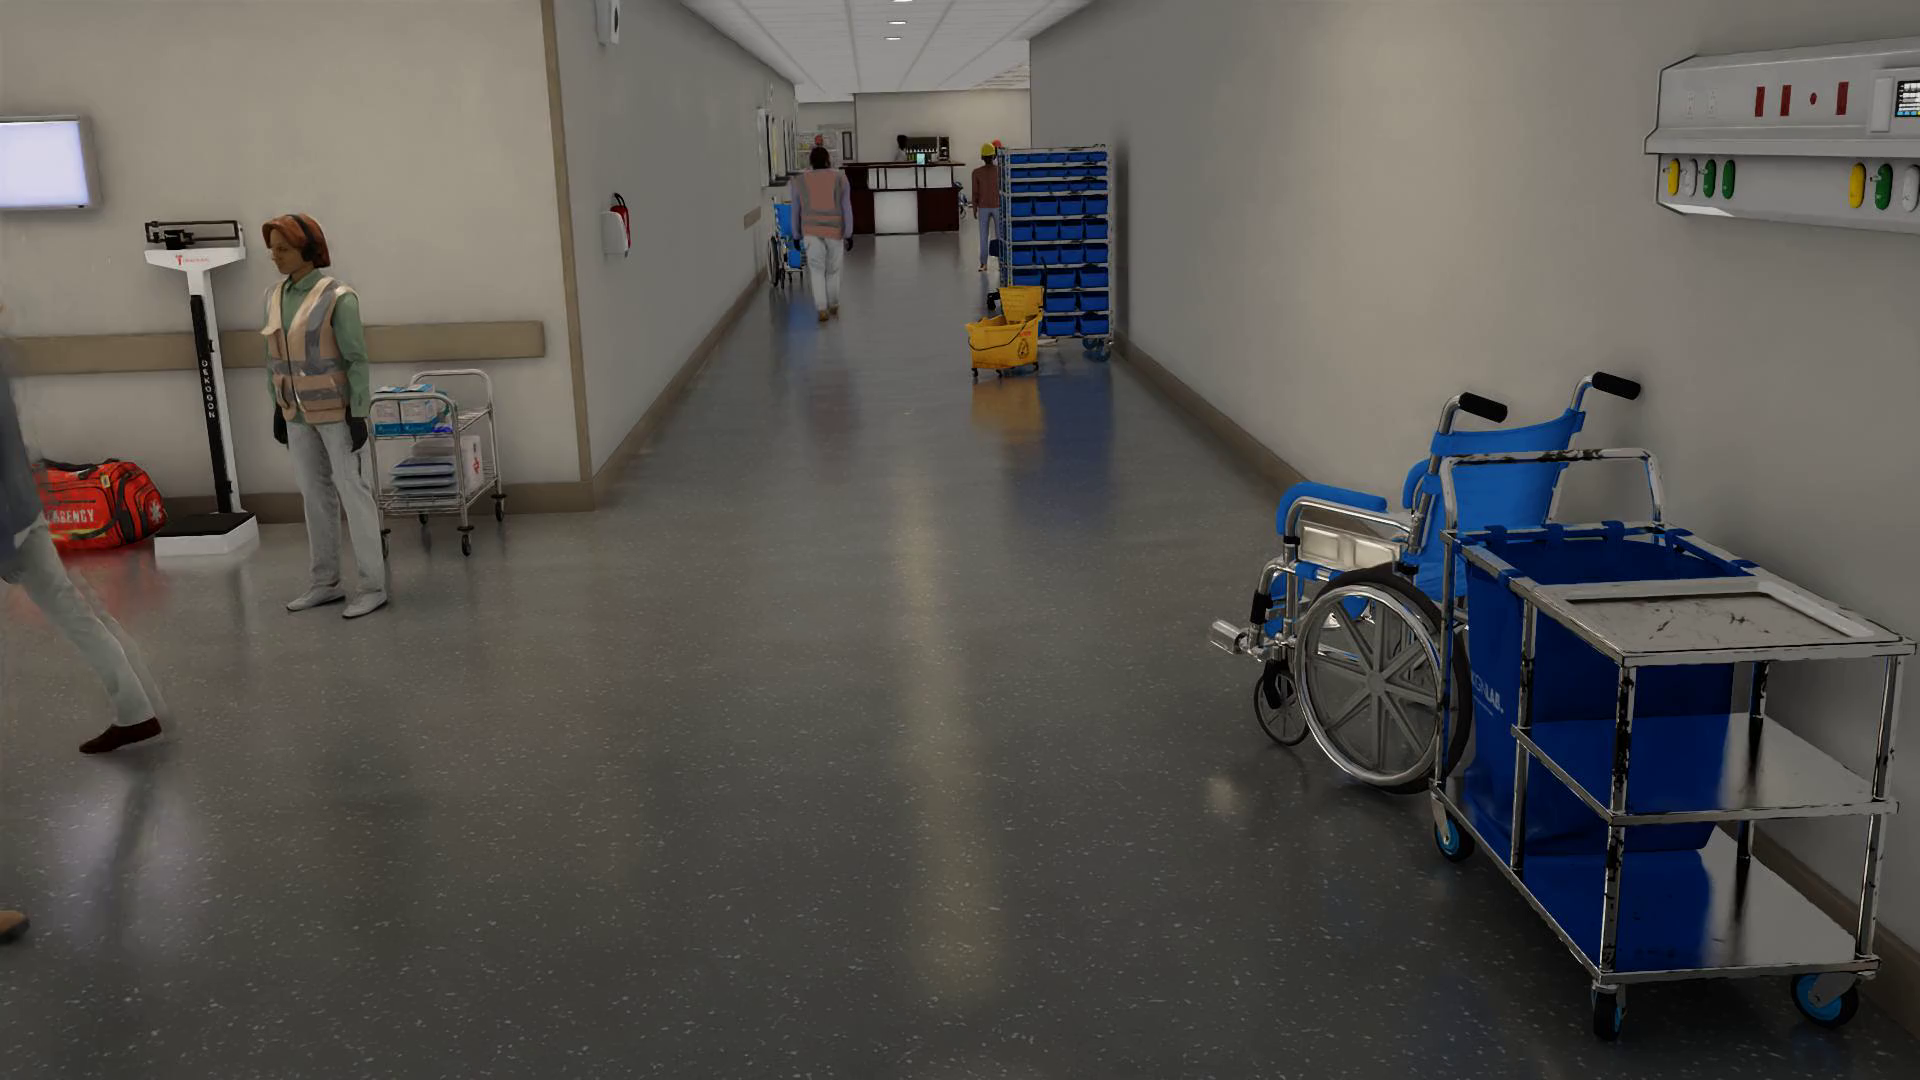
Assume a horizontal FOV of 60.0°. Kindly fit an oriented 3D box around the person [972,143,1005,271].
[{"bbox_3d":[0.421,-4.610,23.075,0.518,1.756,0.344,0,14,8],"label":"person"}]

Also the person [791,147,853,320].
[{"bbox_3d":[-1.454,-3.234,17.567,0.645,1.791,0.987,-3,14,-4],"label":"person"}]

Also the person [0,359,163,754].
[{"bbox_3d":[-2.996,-0.043,5.070,0.898,1.580,0.506,-5,14,-15],"label":"person"}]

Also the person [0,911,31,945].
[{"bbox_3d":[-2.773,0.200,3.908,0.859,1.651,0.542,-3,14,-7],"label":"person"}]

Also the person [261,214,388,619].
[{"bbox_3d":[-2.598,-0.495,6.766,0.523,1.636,0.310,6,15,27],"label":"person"}]

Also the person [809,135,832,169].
[{"bbox_3d":[-3.704,-9.718,44.075,0.611,1.985,0.393,-1,14,2],"label":"person"}]
